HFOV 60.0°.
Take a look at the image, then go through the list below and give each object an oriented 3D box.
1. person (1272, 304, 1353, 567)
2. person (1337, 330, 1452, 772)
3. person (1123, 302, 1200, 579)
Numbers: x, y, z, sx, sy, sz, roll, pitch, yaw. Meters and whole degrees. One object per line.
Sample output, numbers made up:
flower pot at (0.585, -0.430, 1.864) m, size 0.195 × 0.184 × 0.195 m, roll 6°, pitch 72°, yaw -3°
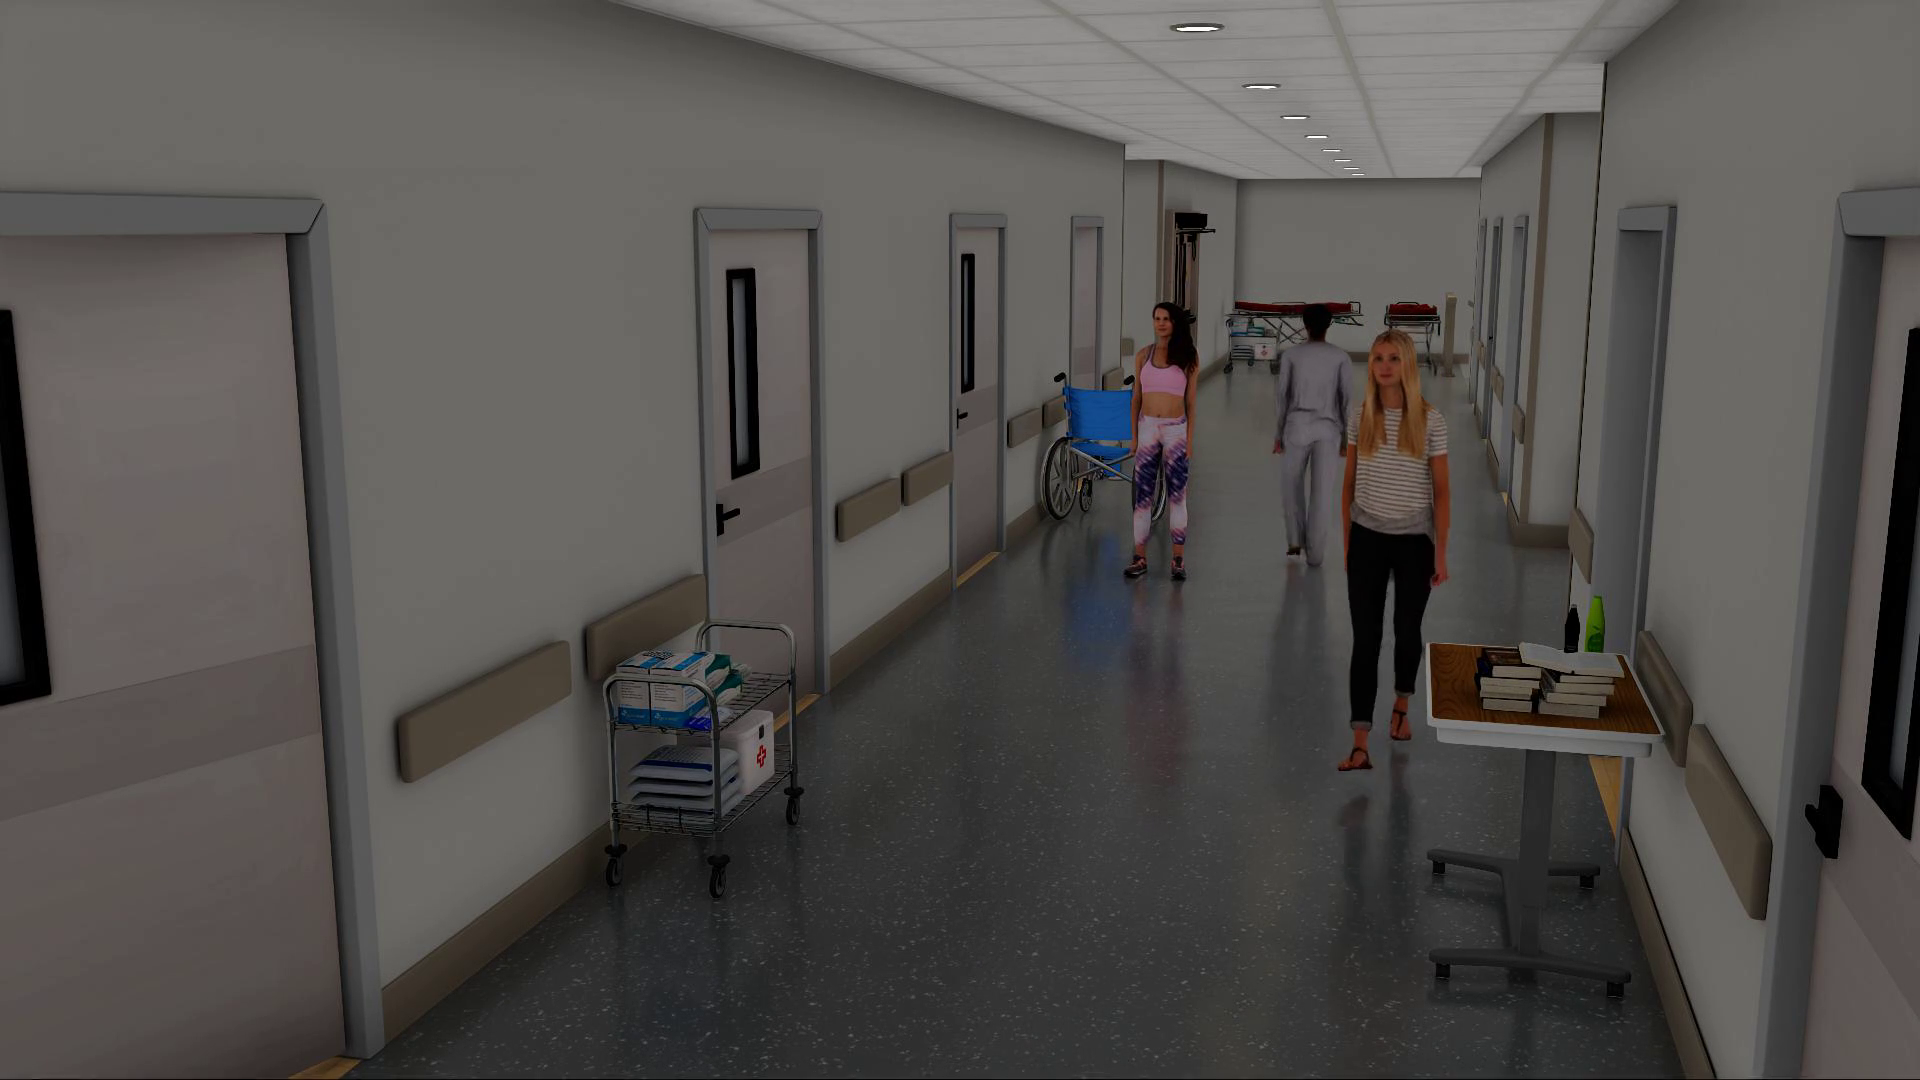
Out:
person at (2.316, -0.678, 10.976) m, size 0.658 × 1.722 × 0.614 m, roll 3°, pitch 11°, yaw 14°
person at (1.841, 0.052, 6.985) m, size 0.725 × 1.776 × 1.194 m, roll 5°, pitch 12°, yaw 23°
person at (1.300, -0.645, 10.682) m, size 0.582 × 1.767 × 0.531 m, roll 3°, pitch 11°, yaw 16°
